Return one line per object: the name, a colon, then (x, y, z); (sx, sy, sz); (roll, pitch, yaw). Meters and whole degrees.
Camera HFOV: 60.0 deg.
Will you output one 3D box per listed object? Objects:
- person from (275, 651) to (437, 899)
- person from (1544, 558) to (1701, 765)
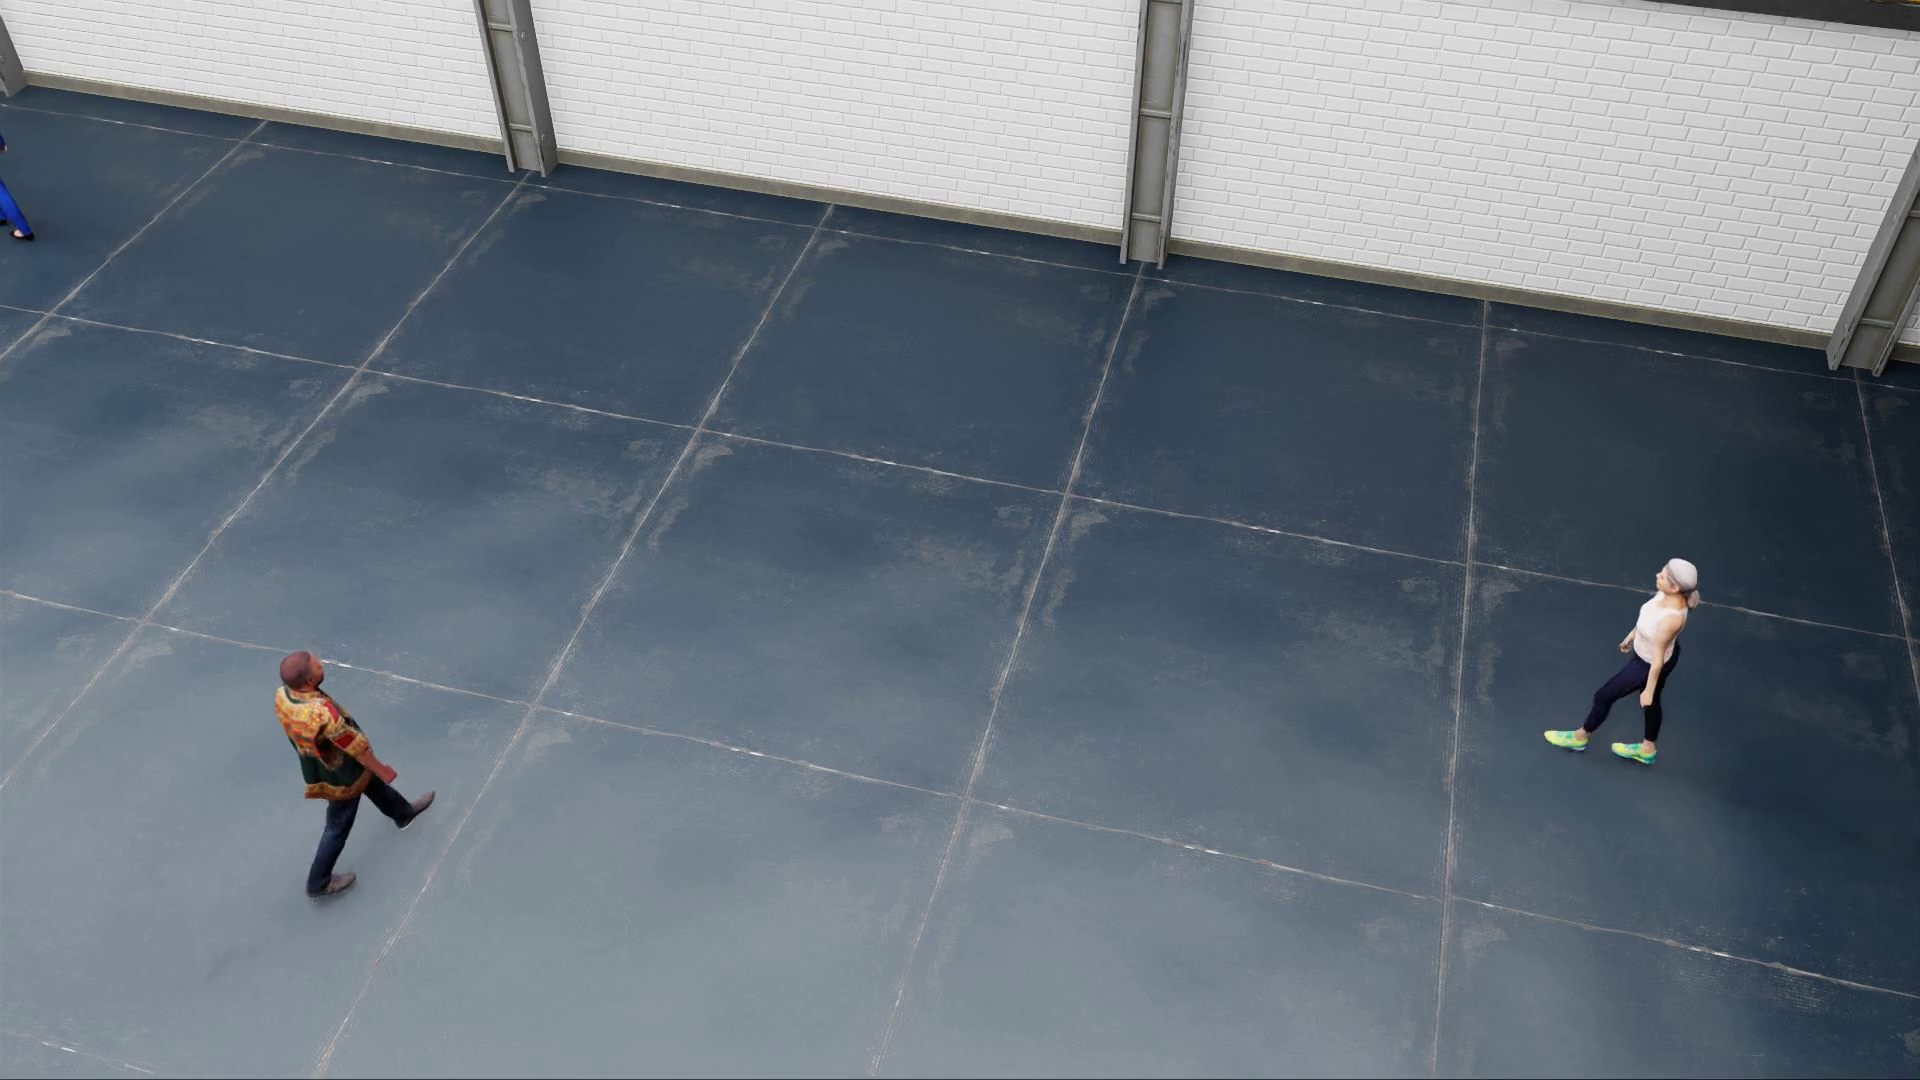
person: (-3.655, 1.382, 9.596); (1.247, 1.763, 1.128); (33, 52, 30)
person: (4.352, 0.805, 10.263); (0.969, 1.678, 0.736); (17, 46, 17)
